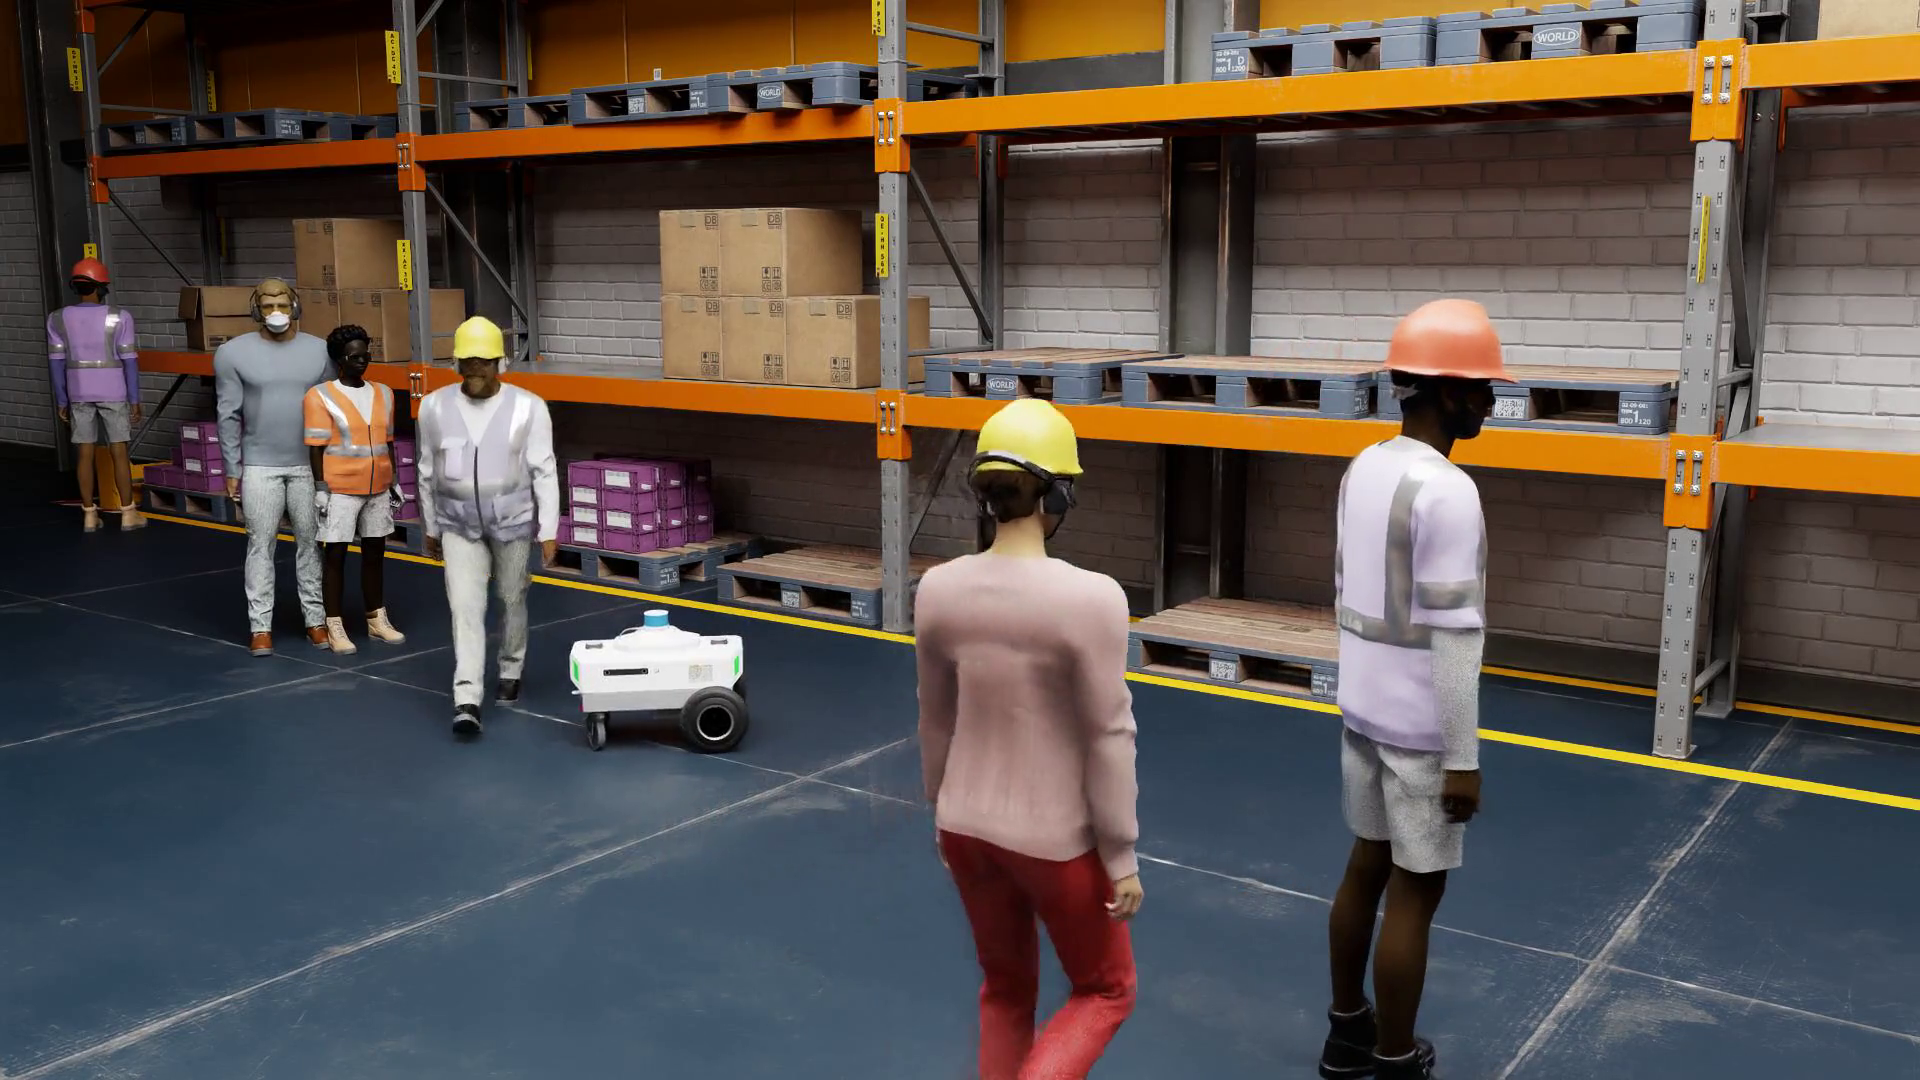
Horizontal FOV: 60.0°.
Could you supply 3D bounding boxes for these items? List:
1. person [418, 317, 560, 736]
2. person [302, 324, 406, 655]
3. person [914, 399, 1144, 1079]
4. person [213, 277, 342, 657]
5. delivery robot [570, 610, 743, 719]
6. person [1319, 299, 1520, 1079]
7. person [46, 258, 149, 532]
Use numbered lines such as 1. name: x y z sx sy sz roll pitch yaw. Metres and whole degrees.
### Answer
1. person: -2.054 -0.073 7.244 0.612 1.776 0.943 -1 10 -7
2. person: -3.136 -0.266 8.643 0.320 1.698 0.531 7 12 36
3. person: 0.115 0.593 3.362 0.543 1.745 0.465 8 12 38
4. person: -3.483 -0.378 8.592 0.629 1.940 0.378 -5 11 -29
5. delivery robot: -1.271 0.538 6.974 0.707 0.478 0.477 -2 10 -9
6. person: 1.087 0.410 3.912 0.377 1.933 0.551 -2 10 -10
7. person: -6.451 -1.078 12.449 0.609 2.044 0.397 -2 10 -10
